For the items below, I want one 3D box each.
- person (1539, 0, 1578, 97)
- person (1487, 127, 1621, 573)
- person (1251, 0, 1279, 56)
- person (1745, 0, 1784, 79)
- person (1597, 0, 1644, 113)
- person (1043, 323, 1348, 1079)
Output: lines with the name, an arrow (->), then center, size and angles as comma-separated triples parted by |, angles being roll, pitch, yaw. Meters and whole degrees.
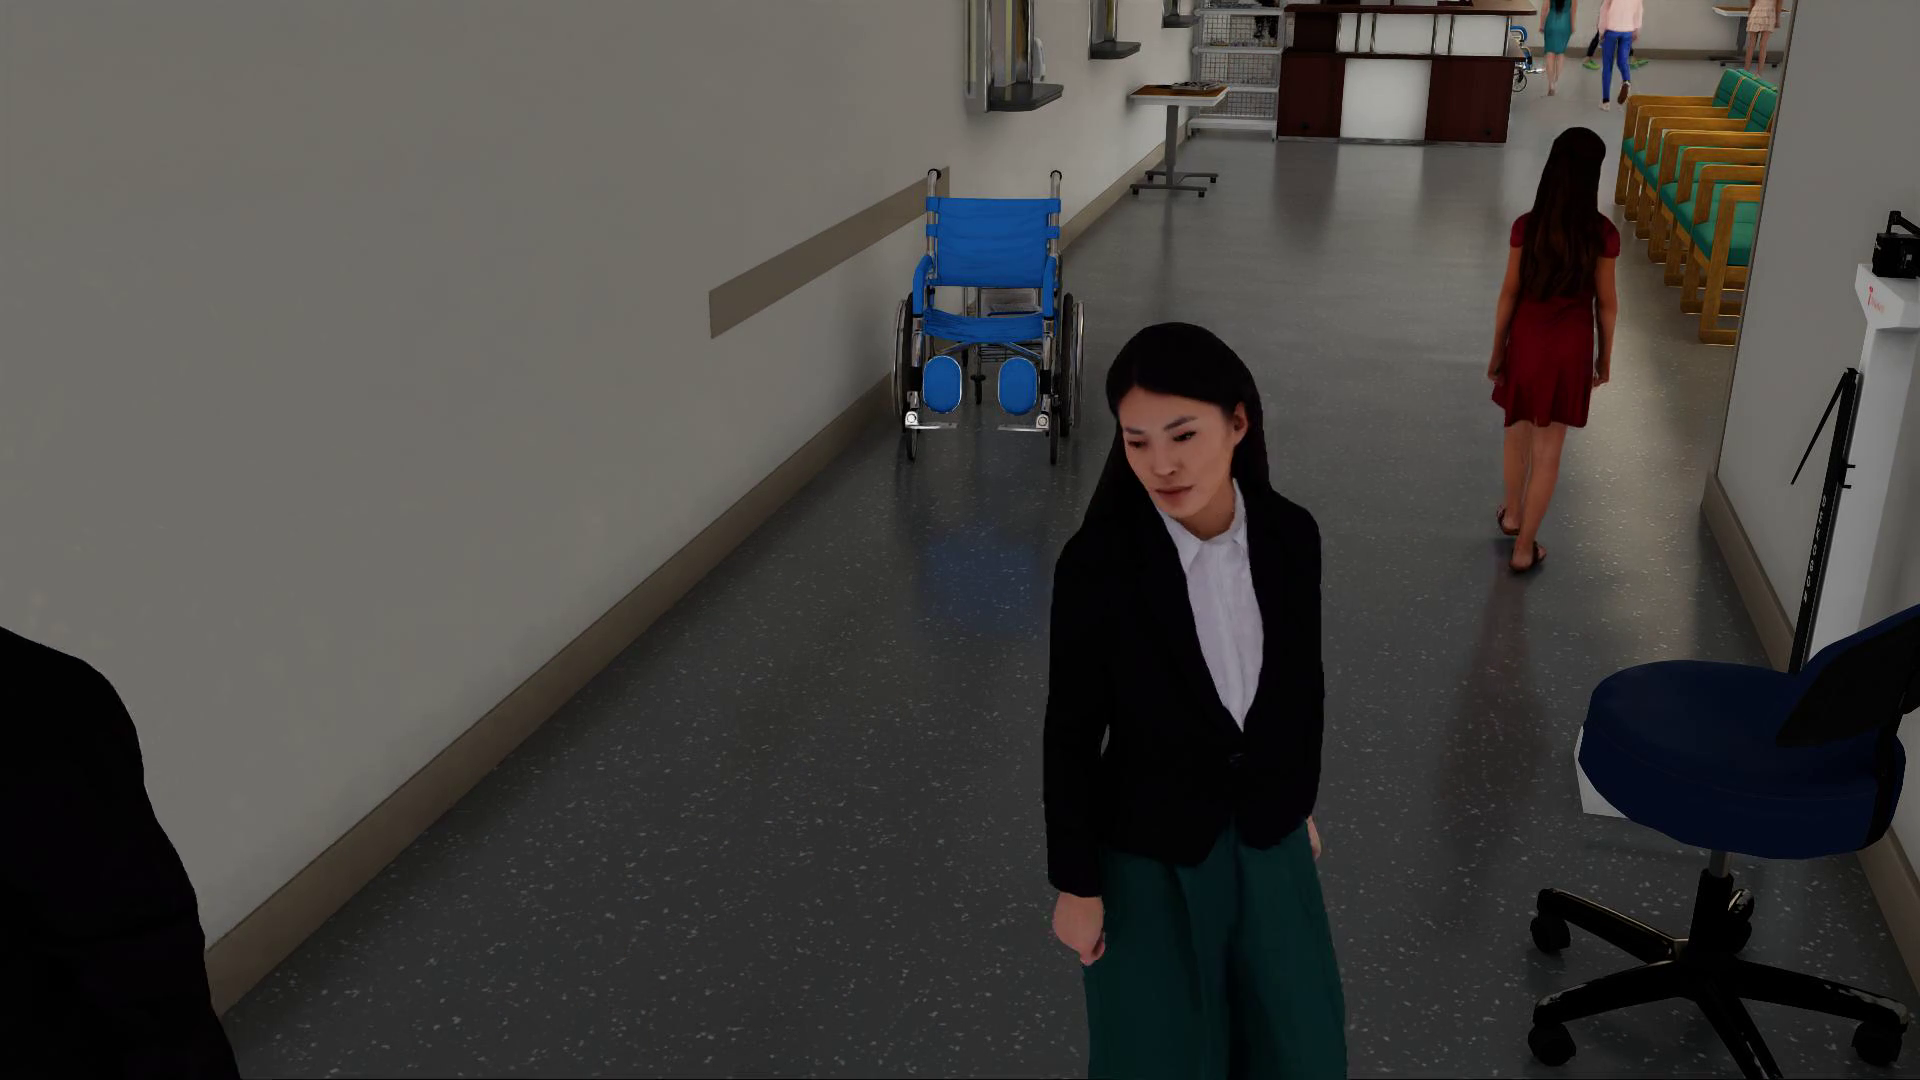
person -> 7.507, -6.408, 20.875 | 0.862, 1.656, 0.647 | 5, 21, 14
person -> 2.038, -0.634, 5.801 | 0.783, 1.534, 0.715 | 10, 23, 26
person -> 4.963, -8.760, 26.979 | 0.883, 1.732, 0.742 | 9, 22, 22
person -> 10.784, -7.011, 22.353 | 0.597, 1.736, 0.715 | 17, 26, 37
person -> 7.666, -5.867, 19.303 | 0.886, 1.758, 0.805 | 1, 21, 3
person -> 0.357, 0.499, 2.563 | 0.847, 1.709, 0.931 | -12, 24, -29
